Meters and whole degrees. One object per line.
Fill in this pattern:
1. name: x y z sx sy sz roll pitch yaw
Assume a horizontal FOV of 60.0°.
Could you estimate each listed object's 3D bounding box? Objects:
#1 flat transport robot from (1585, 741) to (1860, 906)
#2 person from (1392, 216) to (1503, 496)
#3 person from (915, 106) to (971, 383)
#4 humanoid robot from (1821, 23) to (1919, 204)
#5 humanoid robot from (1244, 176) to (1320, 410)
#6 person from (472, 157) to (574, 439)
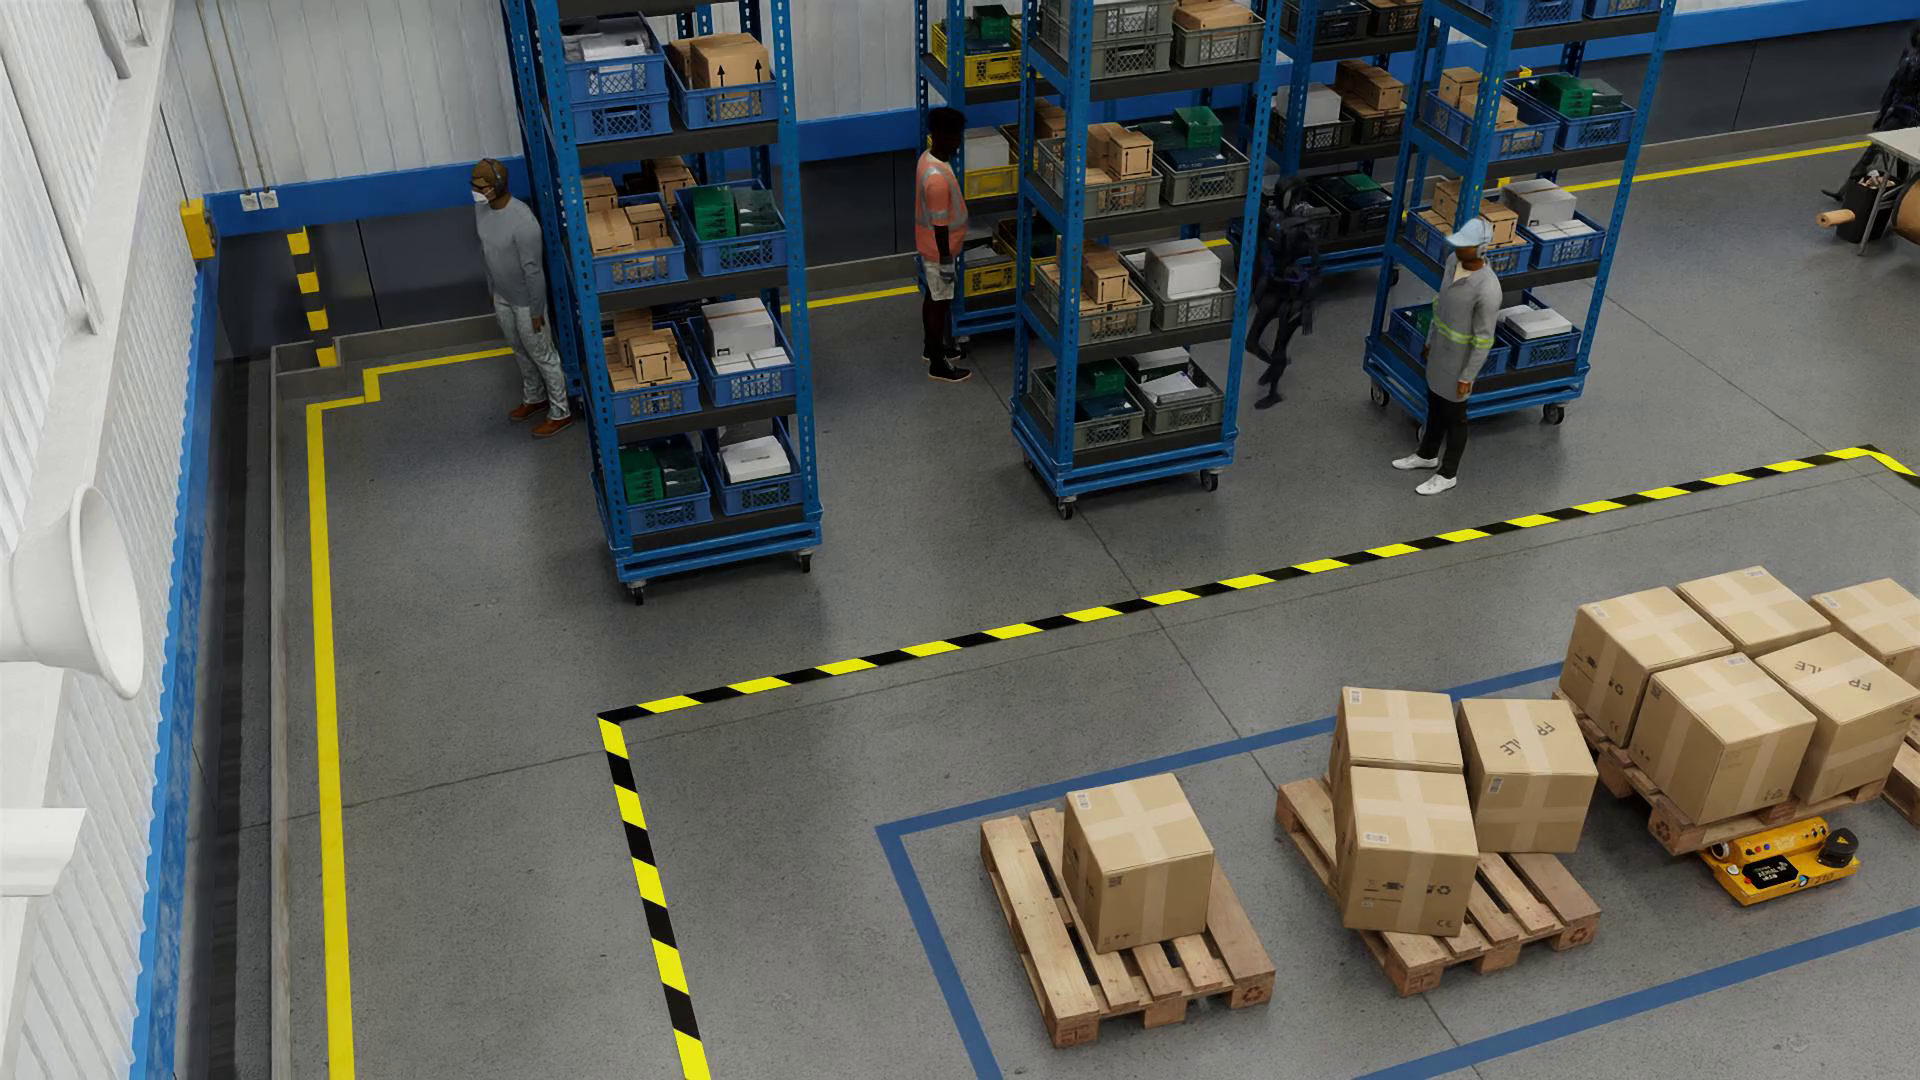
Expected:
1. flat transport robot: 3.738 1.188 8.347 0.652 0.197 1.431 -11 37 -15
2. person: 3.040 -1.142 10.301 0.369 1.853 0.588 -8 36 -11
3. person: -0.124 -2.038 11.474 0.368 1.964 0.603 -4 35 -6
4. humanoid robot: 7.803 -3.493 13.824 0.768 1.628 0.589 -1 35 -1
5. humanoid robot: 2.173 -1.646 11.174 0.346 1.647 0.615 -24 42 -30
6. person: -2.885 -1.588 10.872 0.369 1.932 0.626 -30 45 -35
